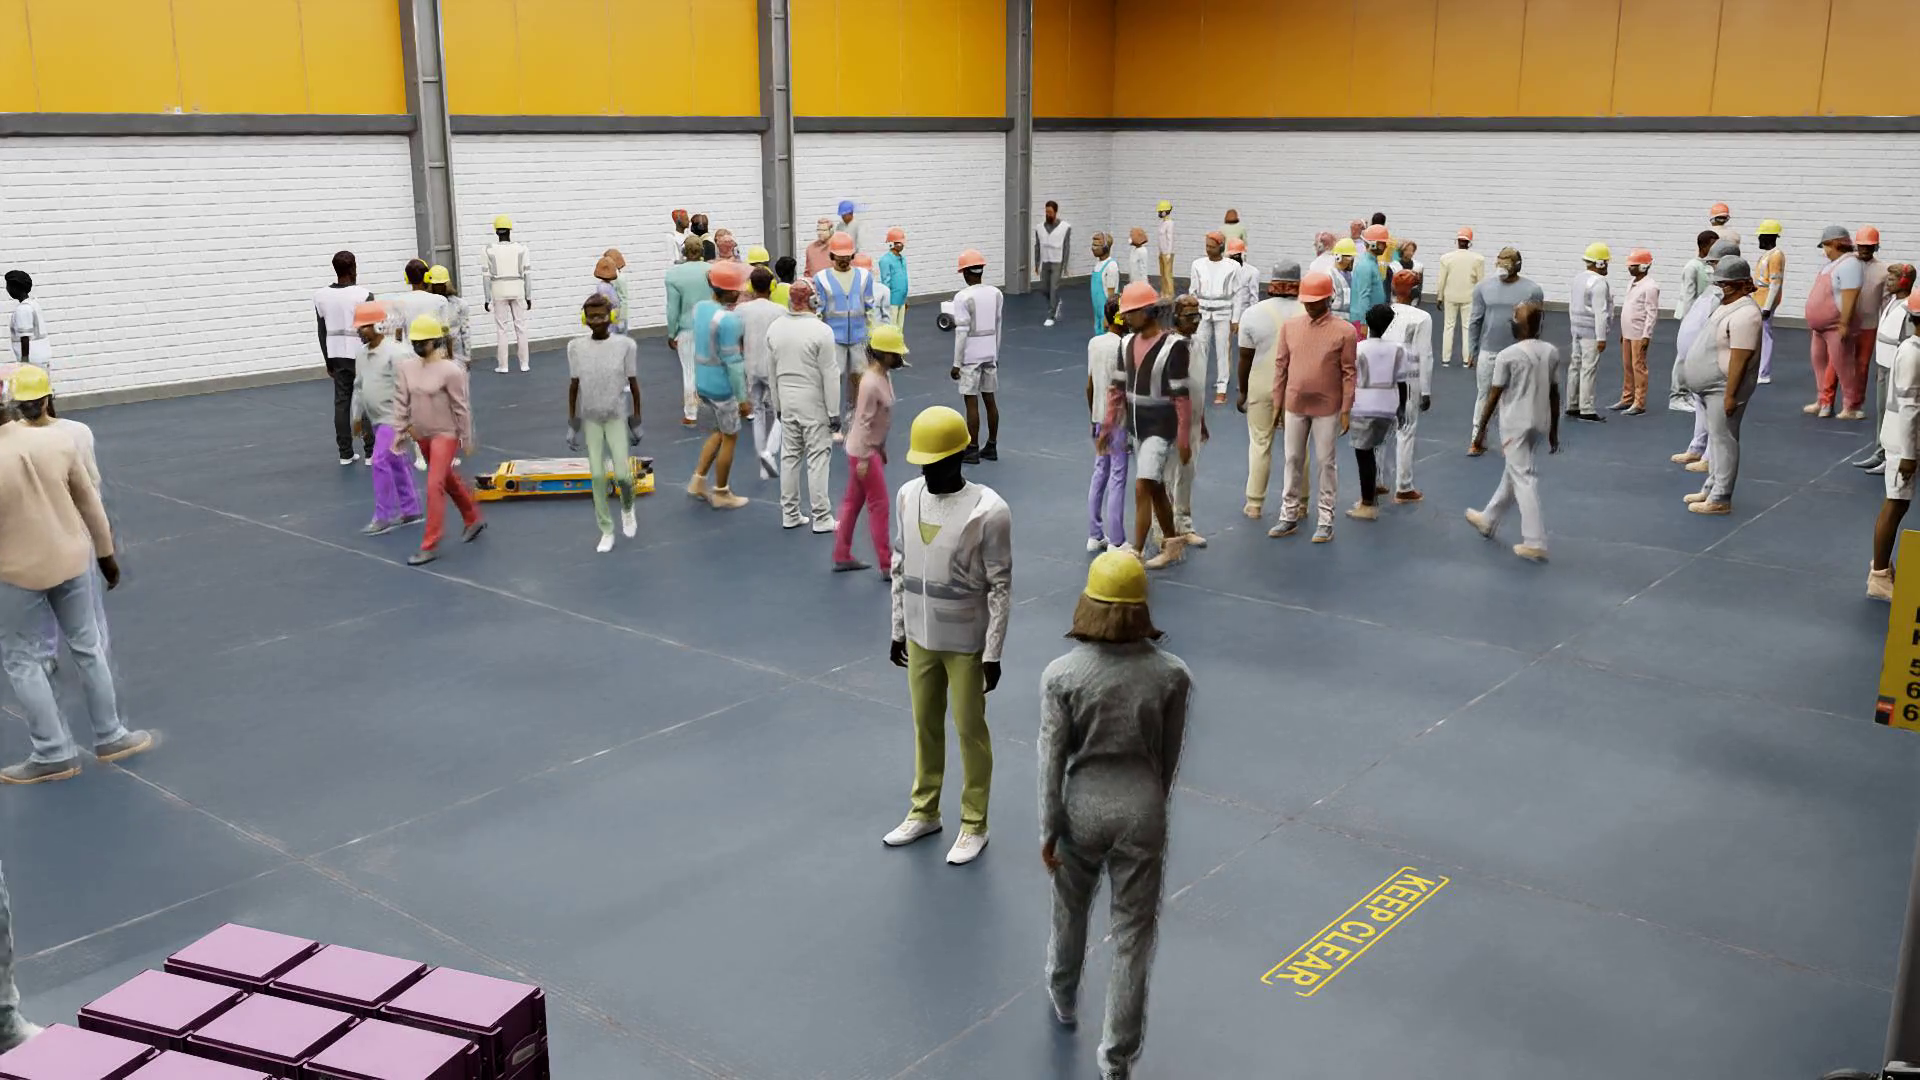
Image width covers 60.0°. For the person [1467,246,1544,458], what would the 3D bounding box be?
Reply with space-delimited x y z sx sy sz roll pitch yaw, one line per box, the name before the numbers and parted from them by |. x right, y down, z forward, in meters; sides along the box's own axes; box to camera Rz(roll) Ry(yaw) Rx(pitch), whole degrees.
person | 4.966 -1.711 15.223 0.635 1.934 0.350 6 15 22

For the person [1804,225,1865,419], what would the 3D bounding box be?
person | 9.160 -2.296 17.351 0.645 2.000 0.733 2 14 7

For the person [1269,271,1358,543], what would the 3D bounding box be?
person | 2.574 -0.974 12.176 0.622 1.983 0.392 9 16 31

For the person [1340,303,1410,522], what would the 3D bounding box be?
person | 3.144 -0.991 12.874 0.516 1.673 0.509 -6 15 -22

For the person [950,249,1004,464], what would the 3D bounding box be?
person | 0.131 -1.647 14.985 0.542 1.927 0.379 -12 19 -40

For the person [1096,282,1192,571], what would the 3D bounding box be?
person | 1.198 -0.715 11.144 0.973 1.985 0.618 -9 17 -32

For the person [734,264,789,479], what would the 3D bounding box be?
person | -1.693 -1.410 14.188 0.519 1.857 0.505 2 14 9

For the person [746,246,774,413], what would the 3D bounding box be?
person | -2.093 -2.223 17.638 0.341 1.760 0.526 -7 15 -24

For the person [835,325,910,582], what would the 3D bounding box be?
person | -0.580 -0.576 11.127 0.632 1.721 0.525 1 14 6

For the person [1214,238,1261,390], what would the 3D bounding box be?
person | 3.169 -2.602 19.177 0.567 1.743 0.351 11 18 36

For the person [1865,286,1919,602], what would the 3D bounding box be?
person | 6.089 -0.620 10.638 0.365 2.048 0.605 8 16 30

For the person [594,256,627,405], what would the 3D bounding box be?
person | -3.755 -2.216 17.848 0.280 1.636 0.504 -1 14 -5

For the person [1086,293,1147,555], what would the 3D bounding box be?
person | 1.097 -0.810 11.774 0.327 1.865 0.517 -8 16 -30

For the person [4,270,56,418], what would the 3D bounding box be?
person | -8.737 -1.696 15.673 0.319 1.686 0.539 -5 15 -18

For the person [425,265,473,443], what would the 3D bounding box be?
person | -4.839 -1.715 15.651 0.480 1.733 0.346 -3 14 -12

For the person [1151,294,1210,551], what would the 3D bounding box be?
person | 1.581 -0.833 11.899 0.513 1.845 0.336 -11 18 -37

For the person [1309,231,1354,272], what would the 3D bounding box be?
person | 4.261 -2.566 18.856 0.641 1.848 1.004 -13 19 -41

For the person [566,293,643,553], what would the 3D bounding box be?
person | -2.556 -0.848 11.936 0.524 1.856 0.442 0 14 -2

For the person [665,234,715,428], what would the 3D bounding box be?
person | -2.644 -2.094 16.747 0.627 1.940 0.371 -5 15 -20

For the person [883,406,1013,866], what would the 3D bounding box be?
person | -0.063 0.390 6.865 0.585 1.918 0.379 10 17 36

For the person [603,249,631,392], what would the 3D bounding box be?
person | -3.935 -2.508 19.025 0.282 1.632 0.500 -8 16 -30

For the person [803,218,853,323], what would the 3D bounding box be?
person | -1.633 -2.977 20.347 0.652 1.904 0.402 6 15 22

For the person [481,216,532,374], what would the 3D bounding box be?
person | -5.561 -3.007 20.433 0.594 1.920 0.367 -7 16 -26

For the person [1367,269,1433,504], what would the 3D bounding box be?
person | 3.542 -1.238 13.437 0.337 1.882 0.583 -13 19 -42

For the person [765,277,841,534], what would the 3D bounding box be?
person | -1.133 -1.002 12.441 0.643 1.913 0.408 10 17 34

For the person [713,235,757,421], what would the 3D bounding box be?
person | -2.352 -2.167 17.114 0.642 1.905 0.401 -3 14 -11

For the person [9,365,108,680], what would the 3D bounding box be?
person | -4.971 -0.087 9.101 0.518 1.756 0.344 -5 15 -21

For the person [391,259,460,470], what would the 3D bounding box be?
person | -4.726 -1.547 14.717 0.517 1.865 0.327 -3 14 -11

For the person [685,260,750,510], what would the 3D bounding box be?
person | -1.856 -1.194 13.032 0.417 2.000 0.654 -9 17 -33

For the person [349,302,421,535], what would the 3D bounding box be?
person | -4.379 -0.908 12.421 0.599 1.722 0.714 12 18 39

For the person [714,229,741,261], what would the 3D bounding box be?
person | -3.189 -3.381 22.498 0.522 1.639 0.305 3 14 10

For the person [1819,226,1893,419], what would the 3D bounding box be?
person | 9.300 -2.249 17.251 0.617 1.993 0.396 5 15 21
